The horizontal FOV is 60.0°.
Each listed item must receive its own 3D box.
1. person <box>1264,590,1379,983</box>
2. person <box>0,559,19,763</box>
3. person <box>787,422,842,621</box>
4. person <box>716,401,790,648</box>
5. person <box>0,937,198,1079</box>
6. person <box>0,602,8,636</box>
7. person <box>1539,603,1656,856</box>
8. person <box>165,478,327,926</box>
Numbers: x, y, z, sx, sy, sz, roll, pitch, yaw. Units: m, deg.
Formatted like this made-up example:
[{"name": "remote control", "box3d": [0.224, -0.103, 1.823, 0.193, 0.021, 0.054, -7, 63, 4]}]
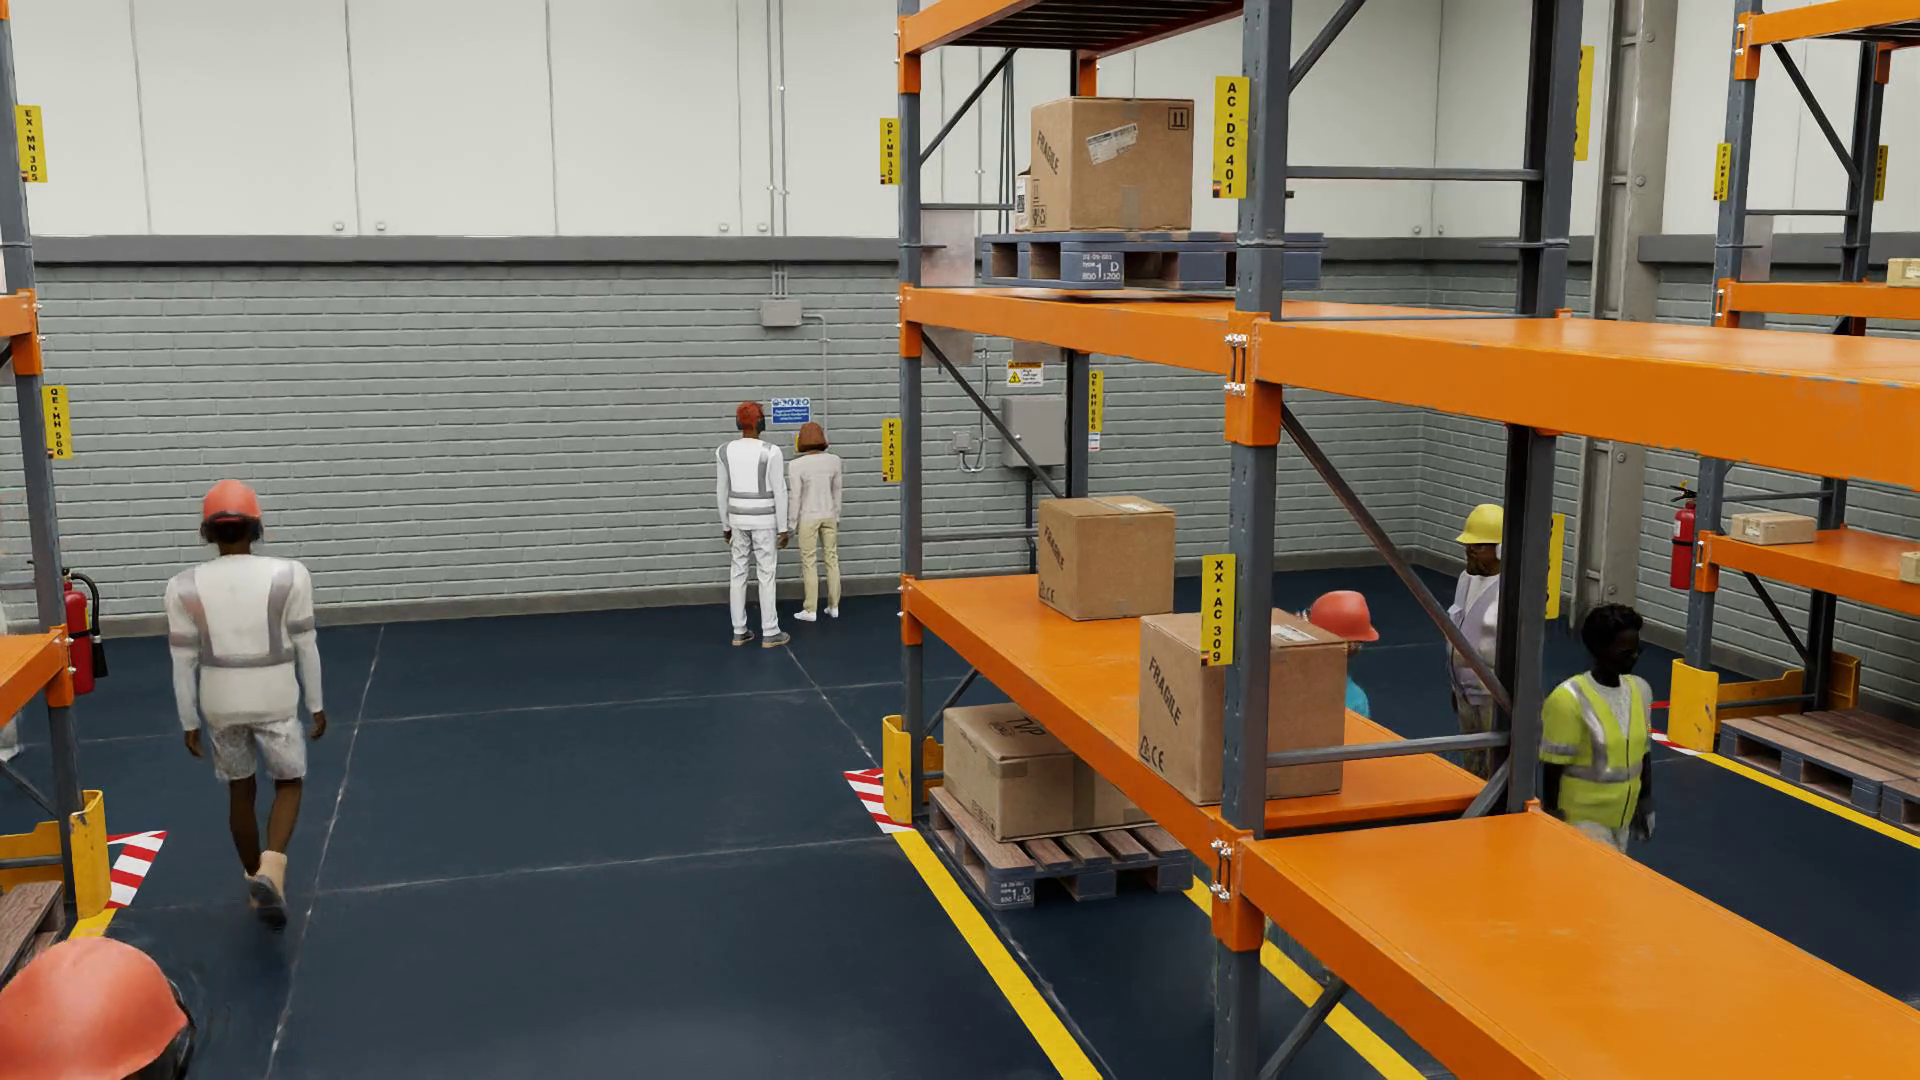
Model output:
[{"name": "person", "box3d": [1.422, 1.019, 6.692, 0.744, 1.711, 0.575, -7, 12, -33]}, {"name": "person", "box3d": [-5.697, 0.592, 9.451, 0.570, 1.586, 0.844, 1, 10, 4]}, {"name": "person", "box3d": [-1.184, -0.153, 13.600, 0.497, 1.633, 0.279, -7, 12, -35]}, {"name": "person", "box3d": [-1.568, -0.115, 12.680, 0.574, 1.883, 0.355, 4, 11, 19]}, {"name": "person", "box3d": [-1.277, 1.555, 2.797, 0.606, 2.017, 0.865, 0, 10, -1]}, {"name": "person", "box3d": [-5.552, 0.587, 9.067, 0.705, 1.735, 0.550, 4, 11, 22]}, {"name": "person", "box3d": [2.501, 1.075, 6.435, 0.552, 1.682, 0.435, -6, 12, -31]}, {"name": "person", "box3d": [-3.165, 0.742, 7.389, 0.629, 2.026, 0.698, -2, 10, -13]}]
